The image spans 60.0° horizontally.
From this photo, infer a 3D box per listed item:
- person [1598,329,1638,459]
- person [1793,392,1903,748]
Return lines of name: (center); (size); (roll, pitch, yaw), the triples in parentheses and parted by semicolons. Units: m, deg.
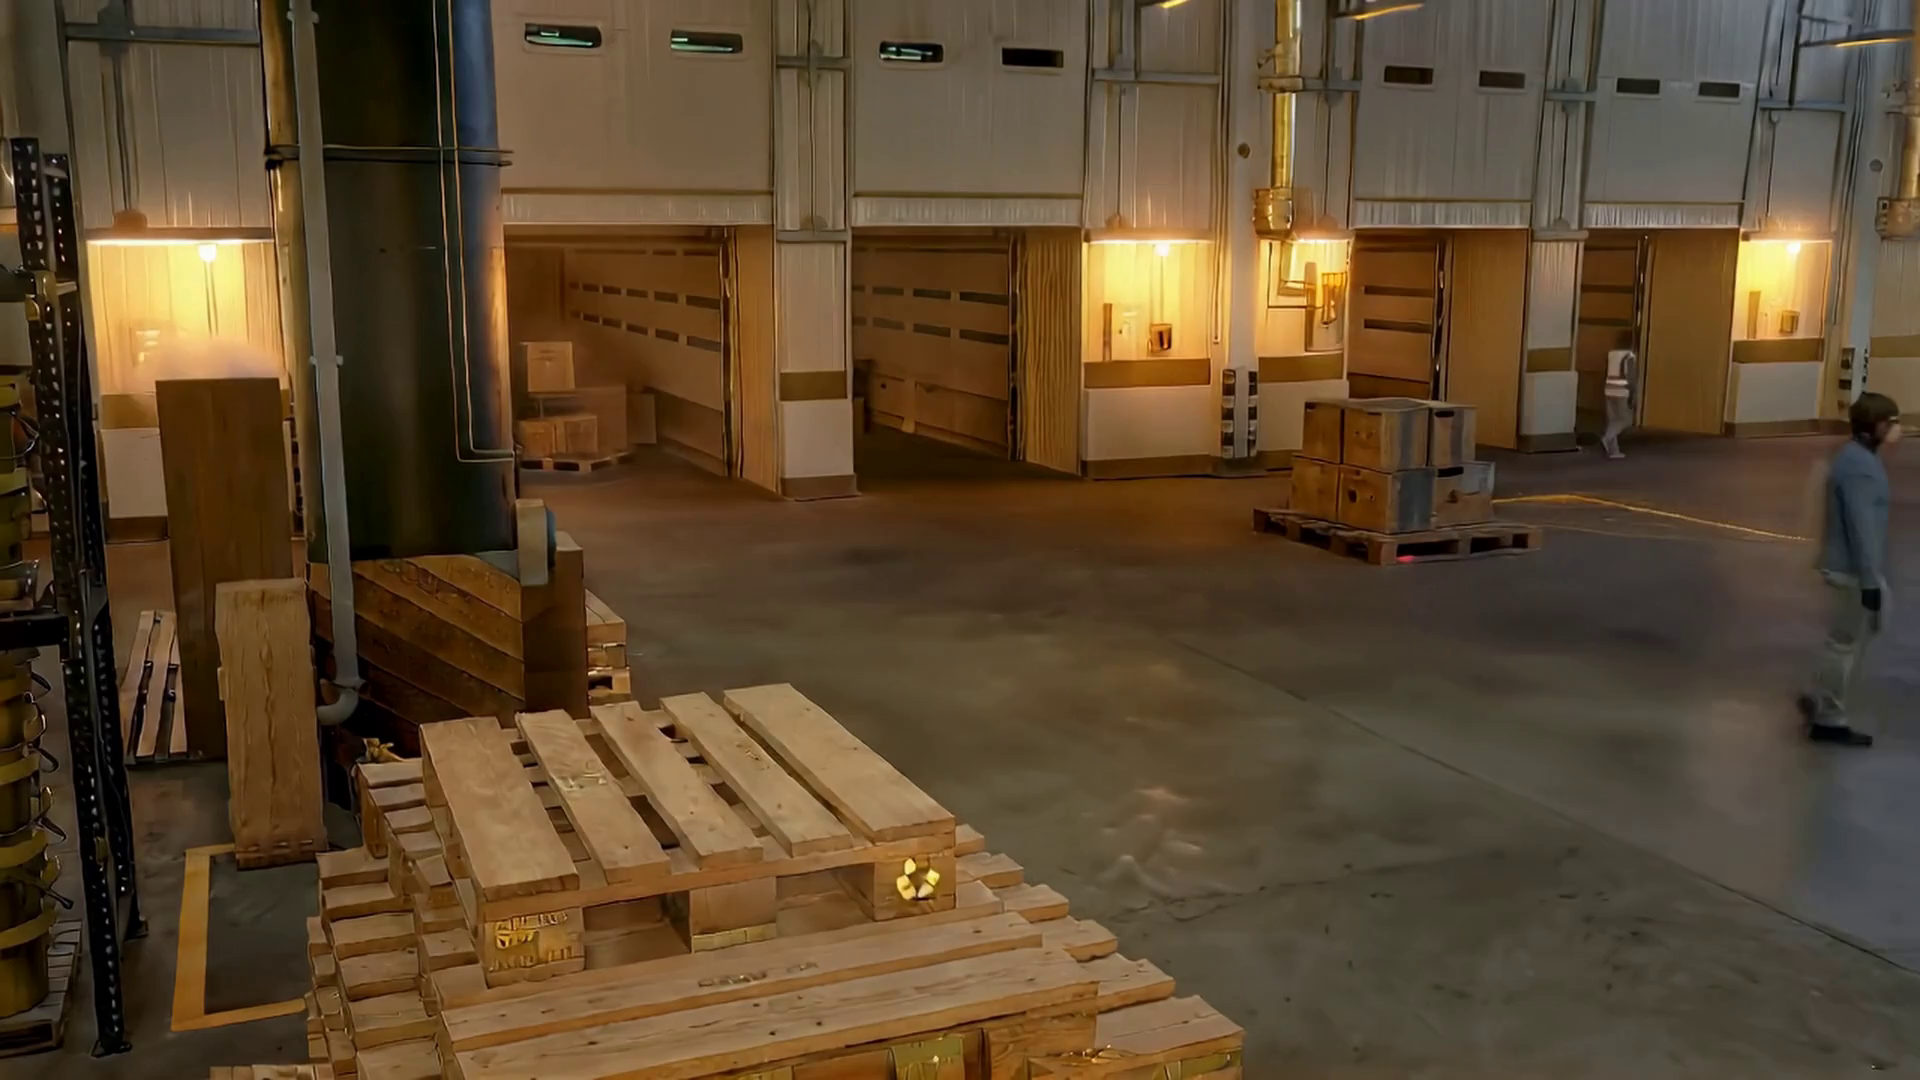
person: (8.107, -1.791, 20.528); (0.423, 1.624, 0.526); (-4, 11, -20)
person: (4.800, 0.174, 8.859); (0.442, 1.920, 0.639); (5, 12, 28)
